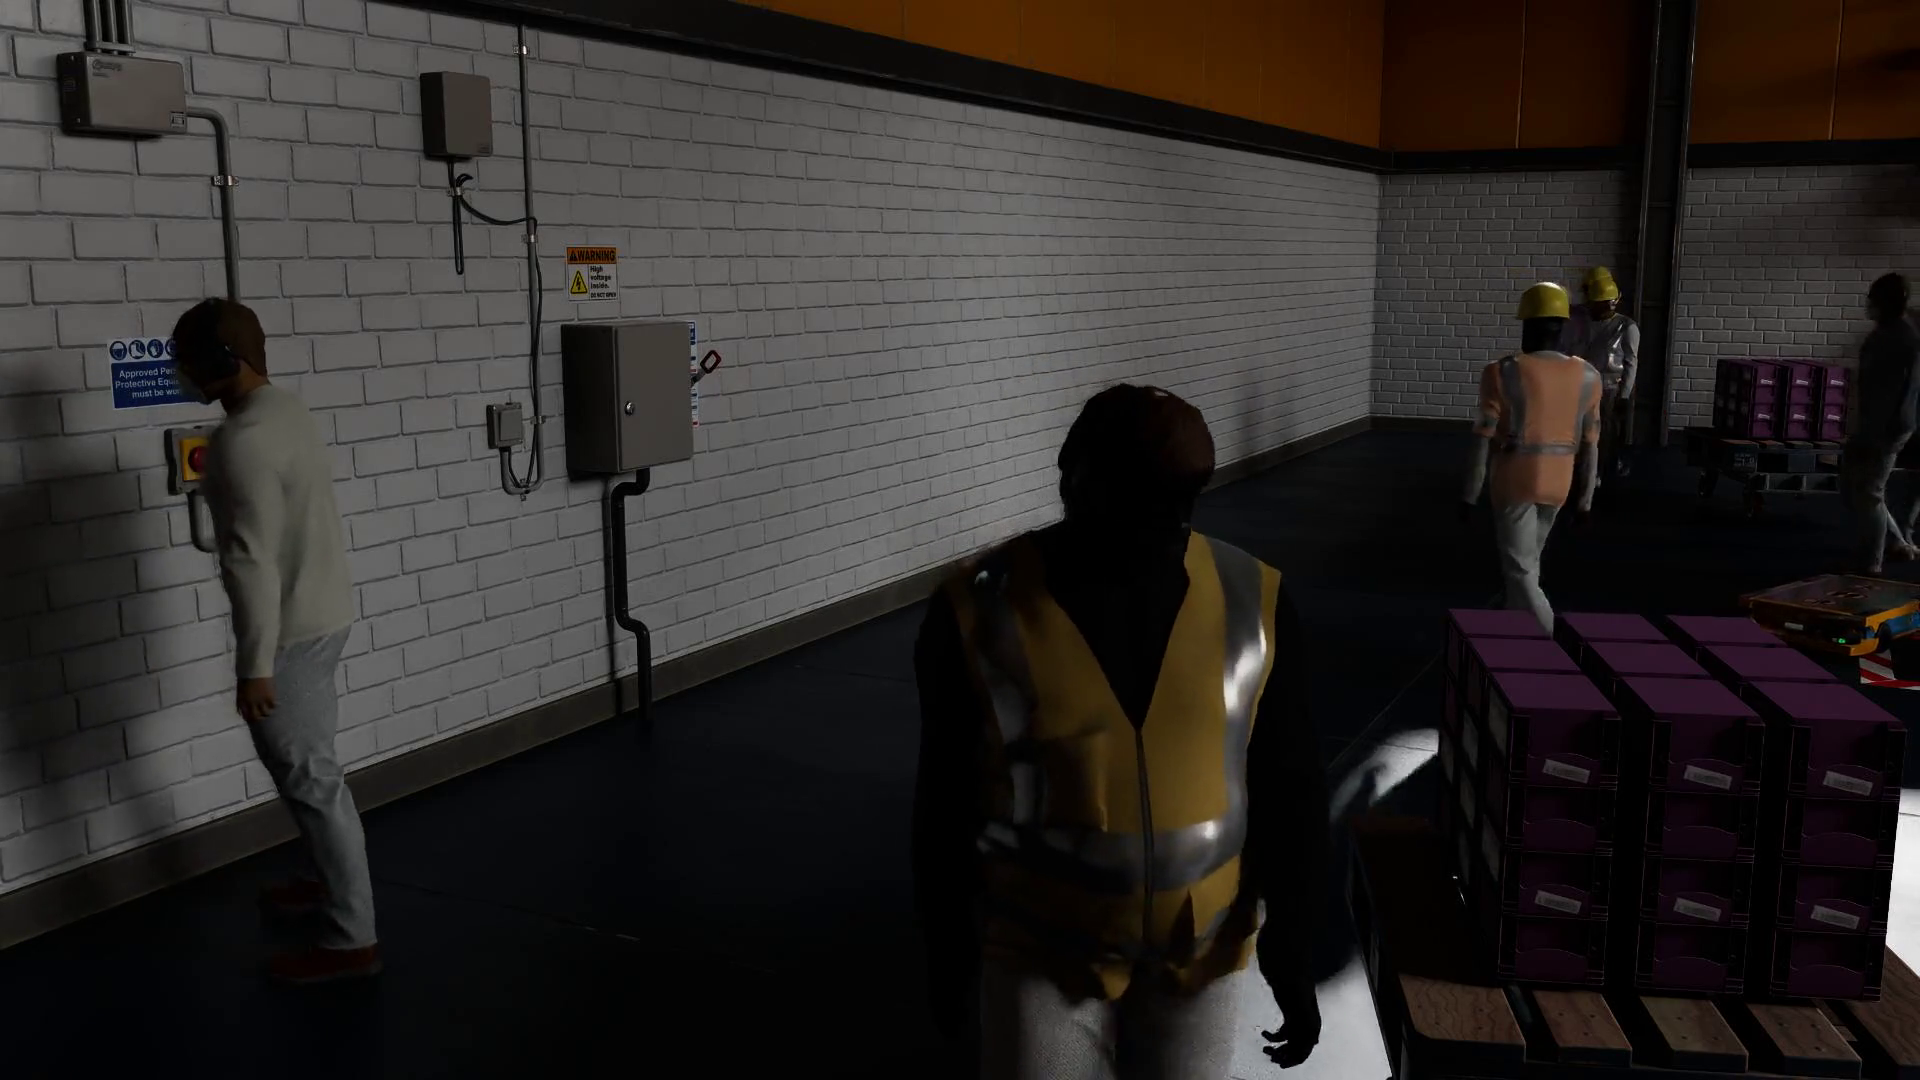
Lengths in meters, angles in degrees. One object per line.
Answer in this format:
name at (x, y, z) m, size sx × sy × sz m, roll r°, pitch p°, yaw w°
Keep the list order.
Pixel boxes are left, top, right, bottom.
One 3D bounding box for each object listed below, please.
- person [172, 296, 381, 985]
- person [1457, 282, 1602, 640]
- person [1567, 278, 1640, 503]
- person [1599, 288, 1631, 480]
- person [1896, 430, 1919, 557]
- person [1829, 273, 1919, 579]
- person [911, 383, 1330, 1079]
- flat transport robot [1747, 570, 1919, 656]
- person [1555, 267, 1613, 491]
person at (-1.901, 0.279, 4.656) m, size 0.453 × 1.913 × 0.652 m, roll -2°, pitch 10°, yaw -12°
person at (2.667, -0.236, 7.682) m, size 0.602 × 1.897 × 0.903 m, roll -2°, pitch 10°, yaw -14°
person at (5.194, -1.218, 13.561) m, size 0.403 × 1.823 × 0.586 m, roll -8°, pitch 12°, yaw -37°
person at (5.567, -1.376, 14.627) m, size 0.958 × 1.774 × 0.609 m, roll -7°, pitch 12°, yaw -35°
person at (6.541, -0.647, 10.870) m, size 0.755 × 1.596 × 0.500 m, roll 6°, pitch 11°, yaw 30°
person at (5.579, -0.644, 10.032) m, size 0.435 × 1.904 × 0.690 m, roll 3°, pitch 10°, yaw 18°
person at (0.256, 0.670, 2.634) m, size 0.641 × 1.816 × 0.530 m, roll -2°, pitch 10°, yaw -9°
flat transport robot at (4.723, 0.372, 8.839) m, size 1.431 × 0.197 × 0.652 m, roll -8°, pitch 13°, yaw -38°
person at (5.224, -1.305, 13.818) m, size 0.868 × 1.896 × 0.630 m, roll -3°, pitch 10°, yaw -15°
